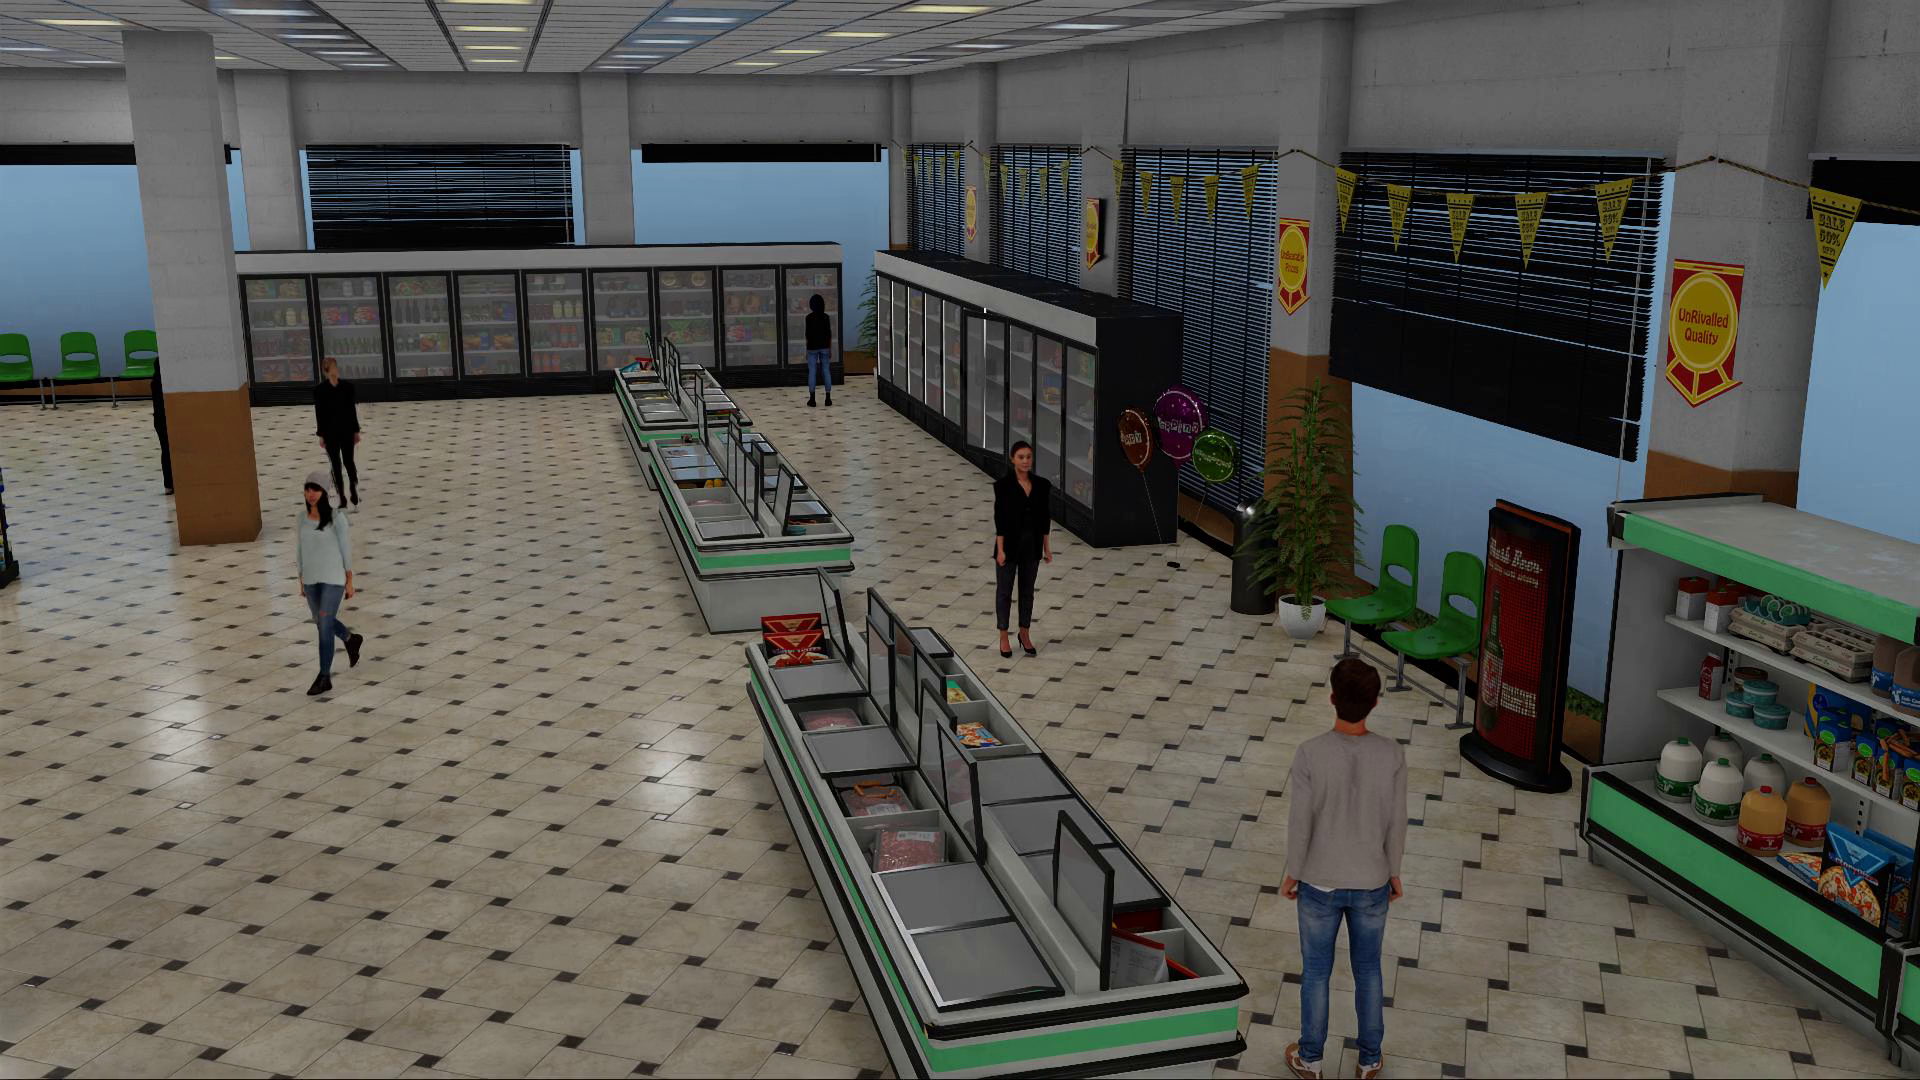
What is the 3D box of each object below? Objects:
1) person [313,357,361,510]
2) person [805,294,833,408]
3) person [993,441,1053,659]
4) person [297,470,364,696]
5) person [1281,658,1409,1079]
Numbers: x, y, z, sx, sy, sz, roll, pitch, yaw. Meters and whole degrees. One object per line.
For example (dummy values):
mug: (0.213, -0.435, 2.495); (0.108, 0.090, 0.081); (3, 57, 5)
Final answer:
person: (-6.699, -1.114, 18.002); (0.789, 1.687, 0.951); (-9, 16, -33)
person: (-2.150, -2.880, 25.253); (0.561, 1.702, 0.532); (-3, 14, -12)
person: (0.462, 0.059, 13.098); (0.666, 1.719, 0.611); (-6, 15, -23)
person: (-4.681, 0.289, 12.354); (0.868, 1.624, 1.087); (3, 14, 11)
person: (1.637, 1.427, 7.064); (0.731, 1.905, 0.694); (1, 14, 3)
